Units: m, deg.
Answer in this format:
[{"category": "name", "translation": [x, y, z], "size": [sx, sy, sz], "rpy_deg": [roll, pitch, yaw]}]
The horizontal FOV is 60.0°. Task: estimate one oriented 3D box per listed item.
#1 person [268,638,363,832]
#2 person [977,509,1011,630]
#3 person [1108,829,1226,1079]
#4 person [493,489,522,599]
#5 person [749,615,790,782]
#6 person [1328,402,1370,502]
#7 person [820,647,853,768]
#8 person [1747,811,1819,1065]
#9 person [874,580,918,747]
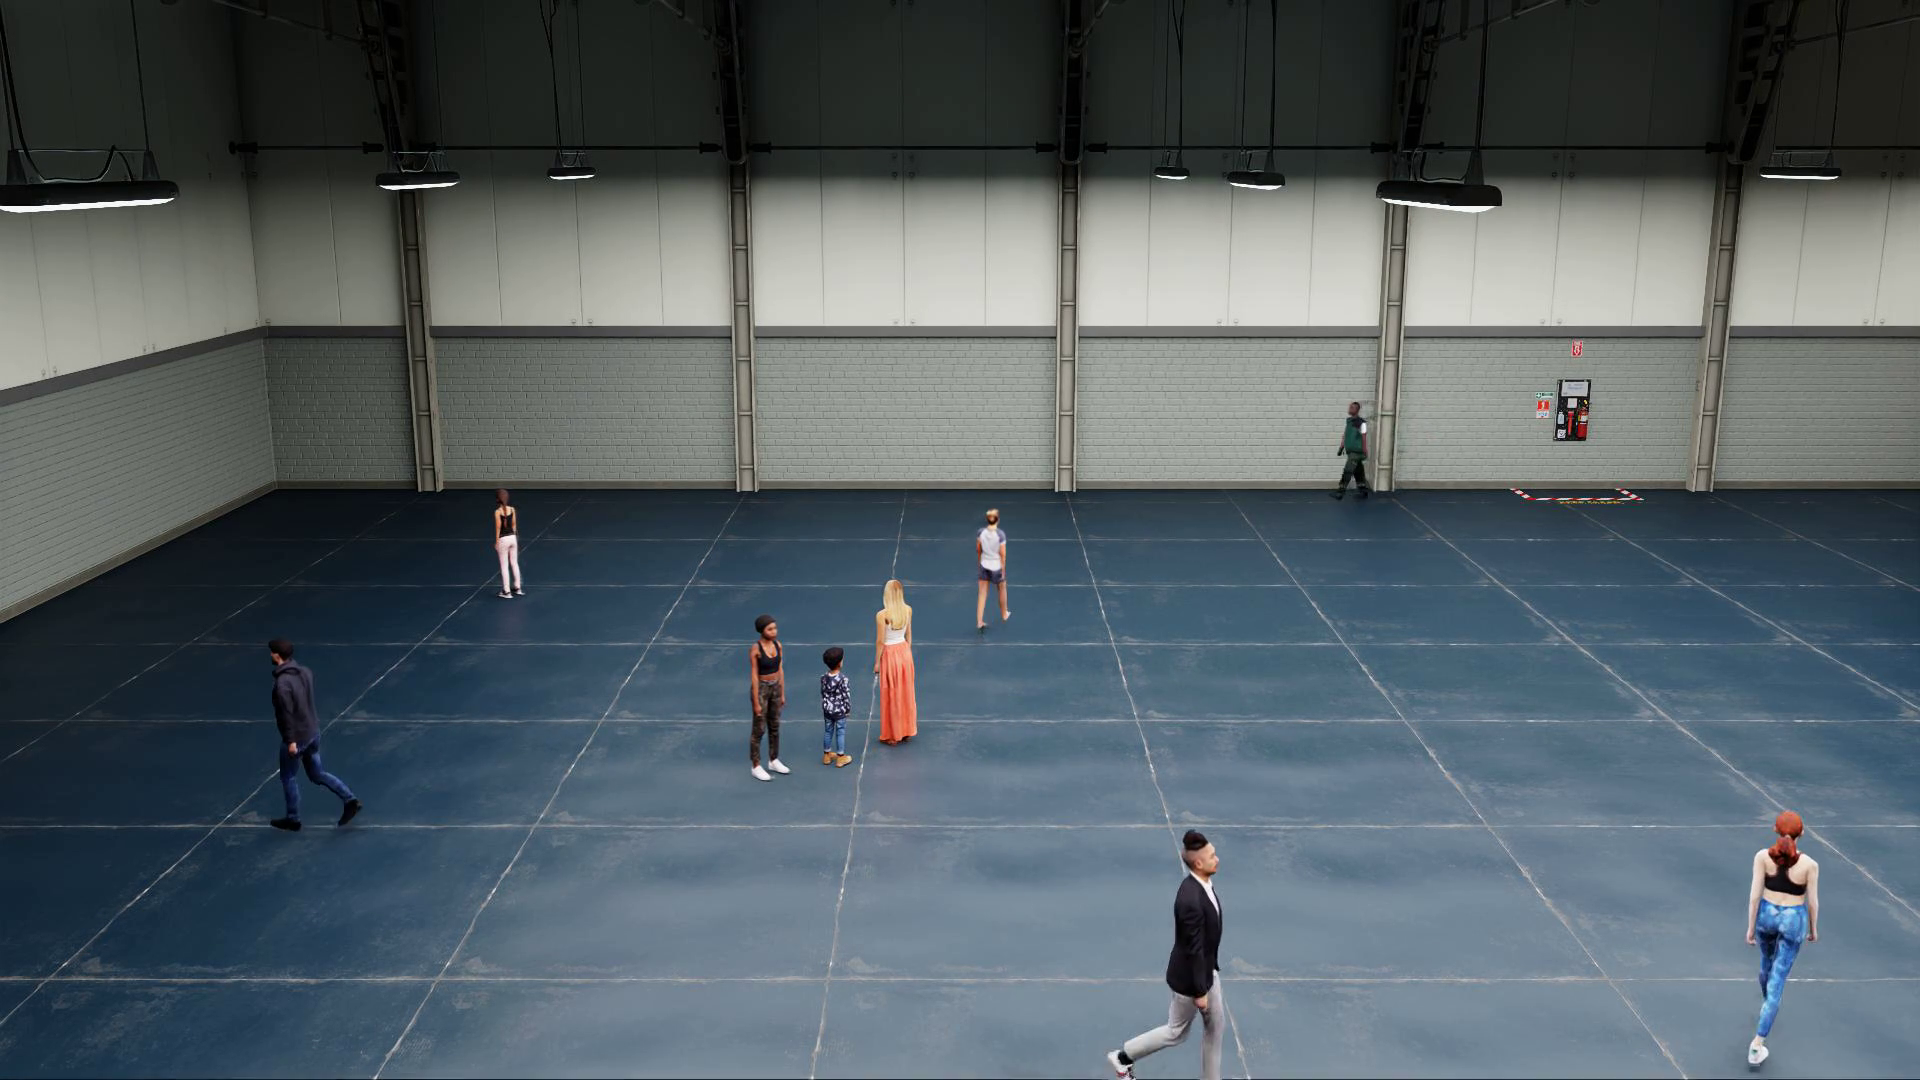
[{"category": "person", "translation": [-6.003, 1.825, 15.353], "size": [1.153, 1.859, 0.790], "rpy_deg": [2, 13, 7]}, {"category": "person", "translation": [0.390, 0.419, 22.049], "size": [1.035, 1.578, 0.896], "rpy_deg": [5, 14, 20]}, {"category": "person", "translation": [1.435, 2.815, 10.928], "size": [1.247, 1.925, 0.956], "rpy_deg": [5, 14, 19]}, {"category": "person", "translation": [-6.482, 0.033, 23.743], "size": [0.657, 1.564, 0.619], "rpy_deg": [9, 16, 35]}, {"category": "person", "translation": [-1.961, 1.568, 16.818], "size": [0.706, 1.699, 0.651], "rpy_deg": [12, 18, 42]}, {"category": "person", "translation": [7.253, -1.586, 30.234], "size": [1.213, 1.790, 0.907], "rpy_deg": [-4, 14, -16]}, {"category": "person", "translation": [-1.296, 1.714, 17.184], "size": [0.524, 1.249, 0.619], "rpy_deg": [7, 15, 26]}, {"category": "person", "translation": [5.655, 2.783, 11.506], "size": [1.164, 1.727, 1.149], "rpy_deg": [11, 17, 38]}, {"category": "person", "translation": [-0.688, 1.297, 17.754], "size": [0.707, 1.803, 0.782], "rpy_deg": [-10, 17, -38]}]
